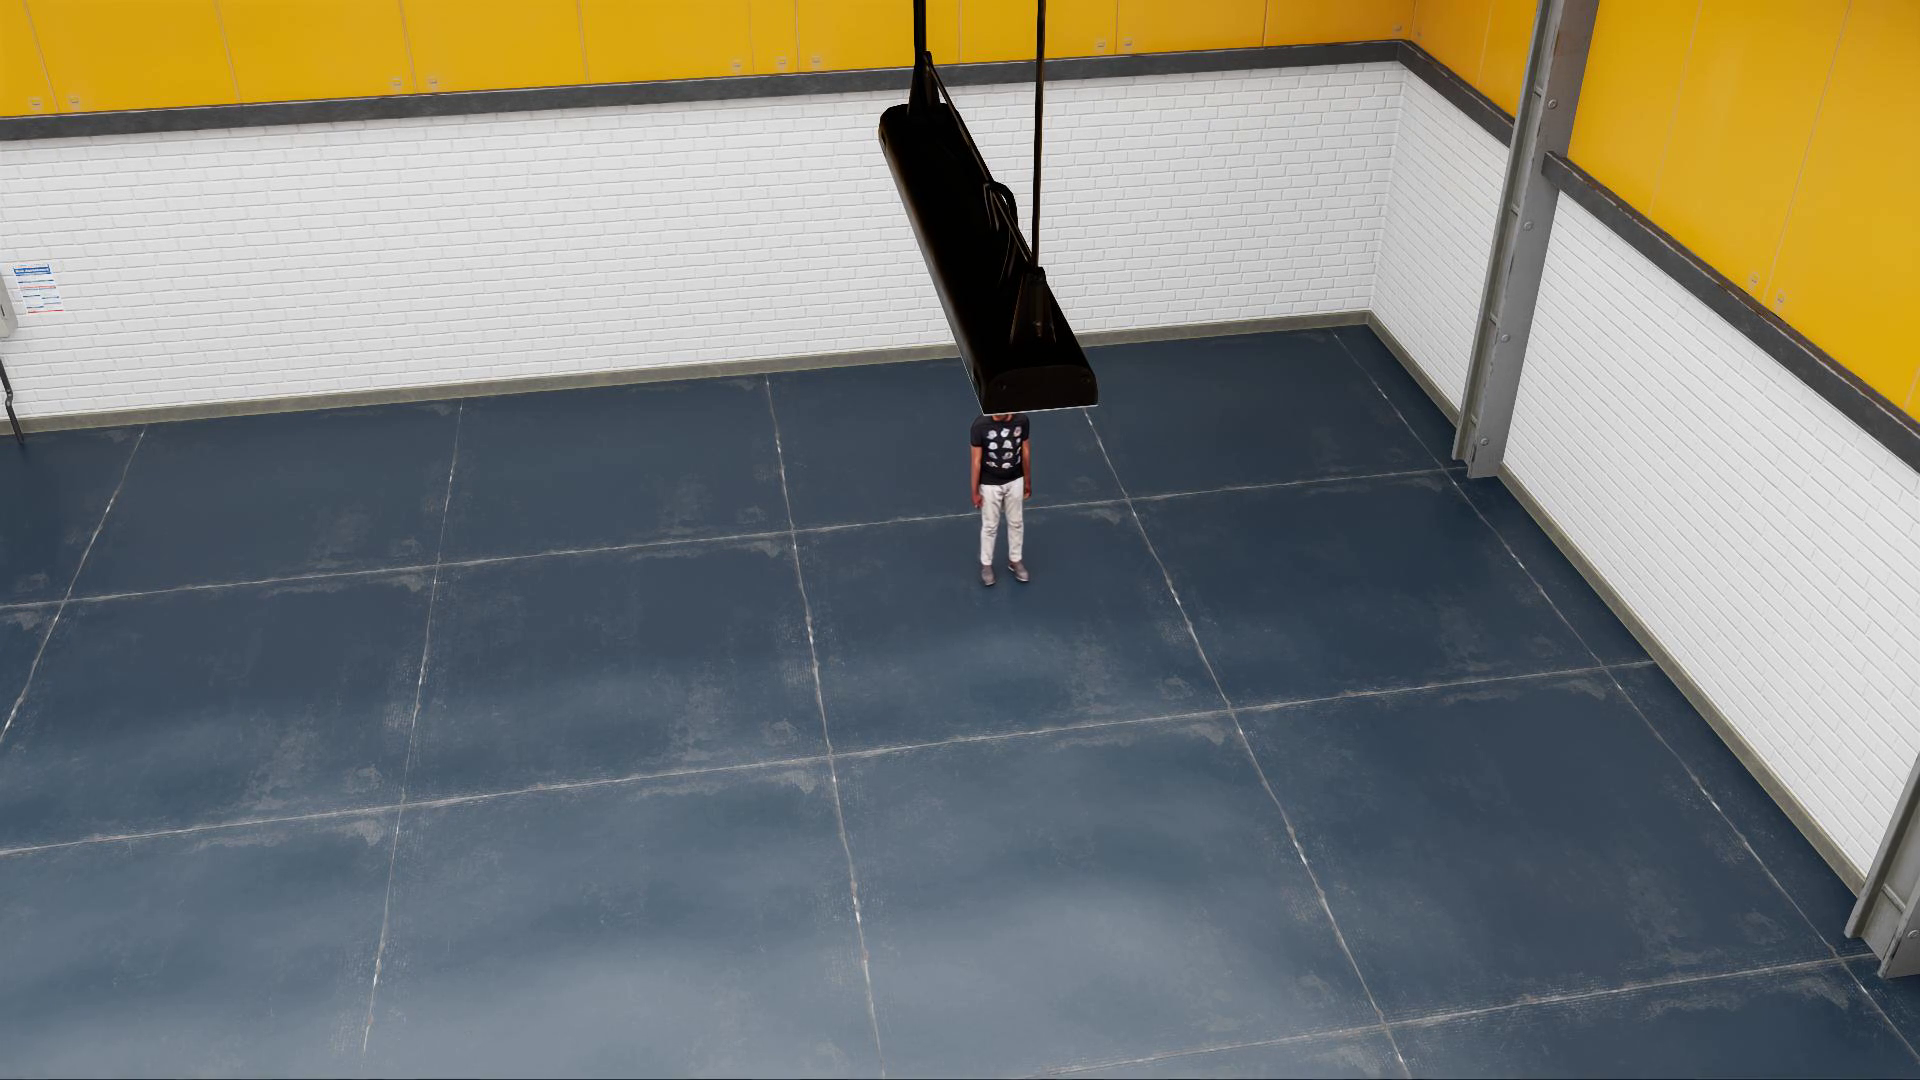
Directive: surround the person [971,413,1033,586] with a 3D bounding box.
[{"bbox_3d":[0.330,-0.476,13.420,0.683,1.801,0.645,-9,35,-13],"label":"person"}]
